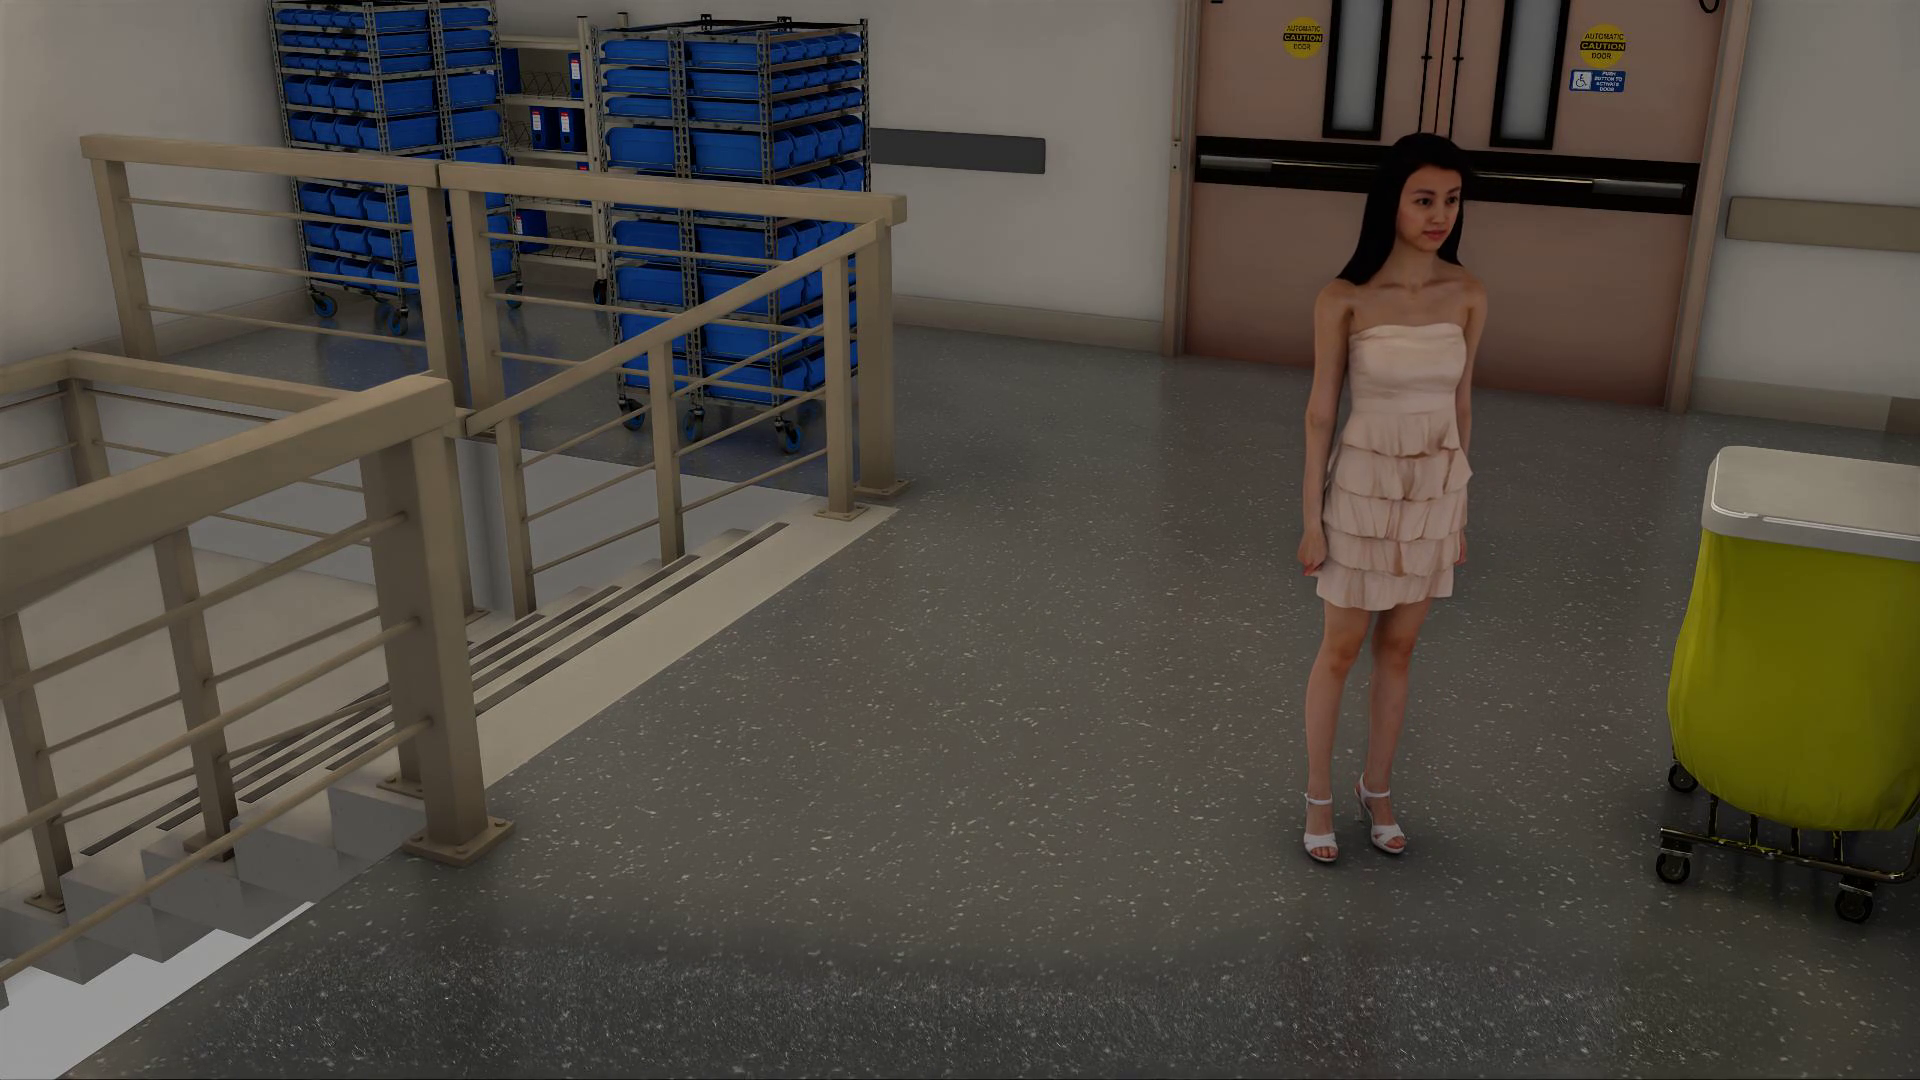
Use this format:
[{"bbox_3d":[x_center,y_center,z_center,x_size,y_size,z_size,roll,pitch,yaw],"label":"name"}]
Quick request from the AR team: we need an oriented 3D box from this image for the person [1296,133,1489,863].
[{"bbox_3d":[0.986,-0.061,3.865,0.634,1.739,0.718,-4,21,-11],"label":"person"}]
